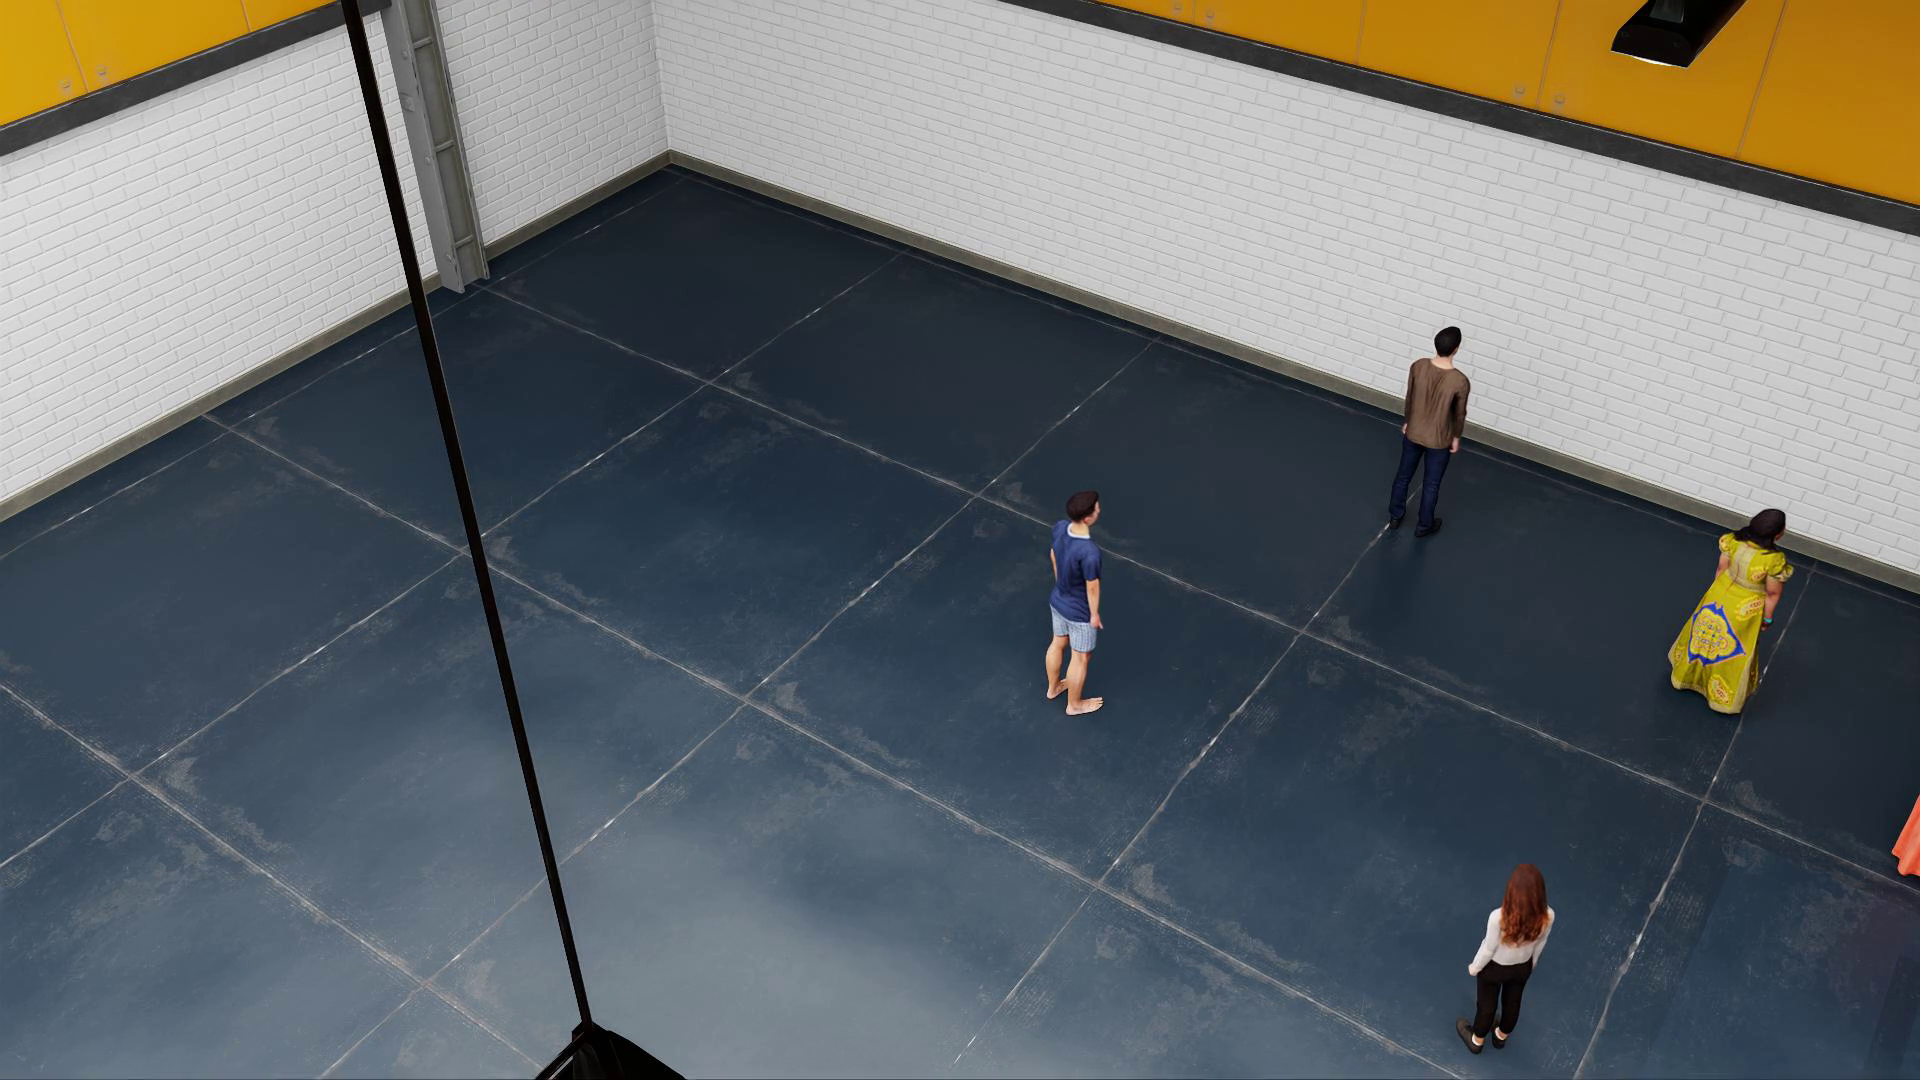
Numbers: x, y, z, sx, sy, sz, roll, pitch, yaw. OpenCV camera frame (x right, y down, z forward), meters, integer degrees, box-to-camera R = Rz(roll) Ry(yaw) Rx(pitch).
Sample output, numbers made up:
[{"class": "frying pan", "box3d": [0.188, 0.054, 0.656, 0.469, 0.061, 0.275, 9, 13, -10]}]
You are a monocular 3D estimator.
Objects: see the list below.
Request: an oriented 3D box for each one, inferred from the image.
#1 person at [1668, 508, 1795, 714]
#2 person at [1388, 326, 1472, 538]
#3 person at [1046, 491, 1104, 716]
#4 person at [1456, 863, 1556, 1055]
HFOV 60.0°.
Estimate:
[{"class": "person", "box3d": [5.429, 0.458, 11.607, 0.942, 1.660, 0.969, -22, 44, -25]}, {"class": "person", "box3d": [3.685, -0.846, 13.057, 0.646, 1.888, 0.555, 25, 45, 28]}, {"class": "person", "box3d": [0.792, 0.428, 11.495, 0.672, 1.847, 0.689, -23, 44, -26]}, {"class": "person", "box3d": [3.081, 2.381, 9.348, 0.616, 1.474, 0.667, -4, 39, -5]}]
